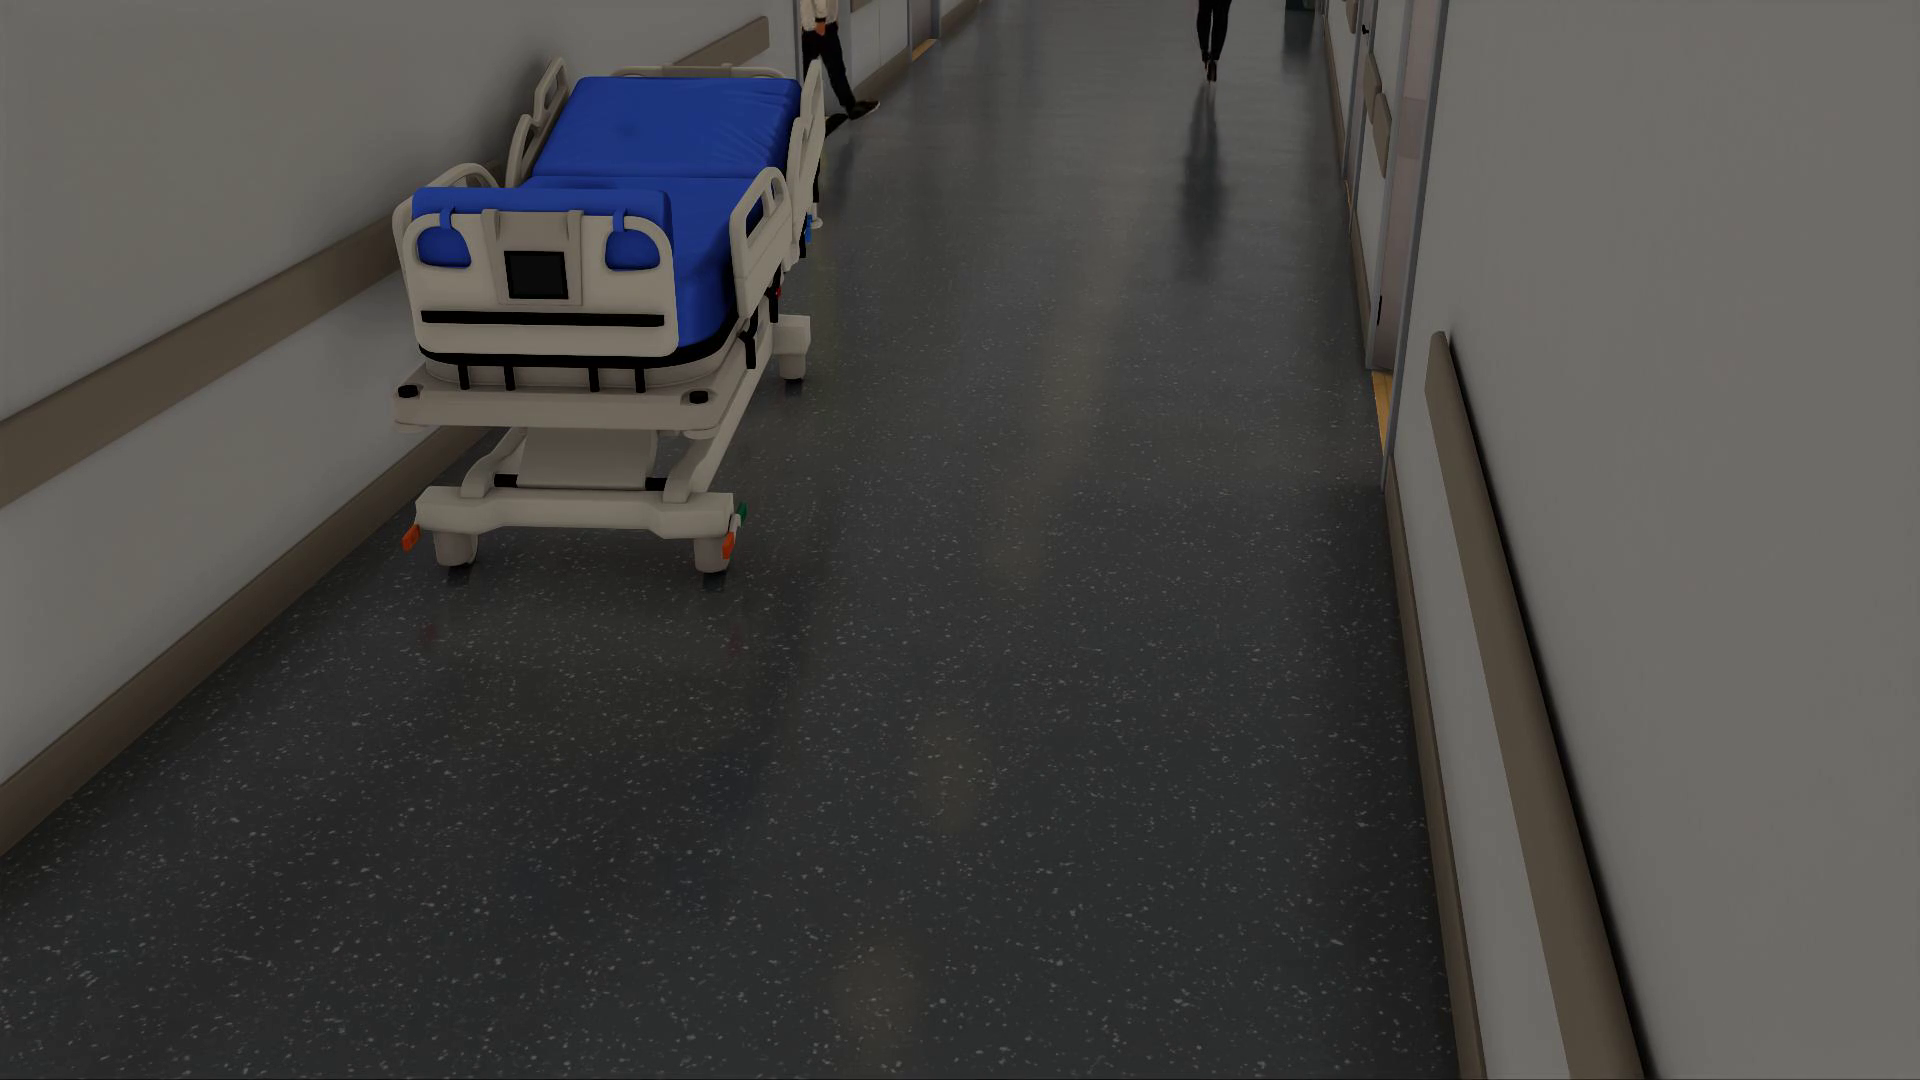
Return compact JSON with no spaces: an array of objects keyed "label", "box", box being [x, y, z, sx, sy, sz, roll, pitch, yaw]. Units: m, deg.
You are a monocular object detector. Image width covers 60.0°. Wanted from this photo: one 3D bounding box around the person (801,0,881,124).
[{"label":"person","box":[-1.055,-3.571,11.473,0.974,1.419,0.840,-6,26,-13]}]
